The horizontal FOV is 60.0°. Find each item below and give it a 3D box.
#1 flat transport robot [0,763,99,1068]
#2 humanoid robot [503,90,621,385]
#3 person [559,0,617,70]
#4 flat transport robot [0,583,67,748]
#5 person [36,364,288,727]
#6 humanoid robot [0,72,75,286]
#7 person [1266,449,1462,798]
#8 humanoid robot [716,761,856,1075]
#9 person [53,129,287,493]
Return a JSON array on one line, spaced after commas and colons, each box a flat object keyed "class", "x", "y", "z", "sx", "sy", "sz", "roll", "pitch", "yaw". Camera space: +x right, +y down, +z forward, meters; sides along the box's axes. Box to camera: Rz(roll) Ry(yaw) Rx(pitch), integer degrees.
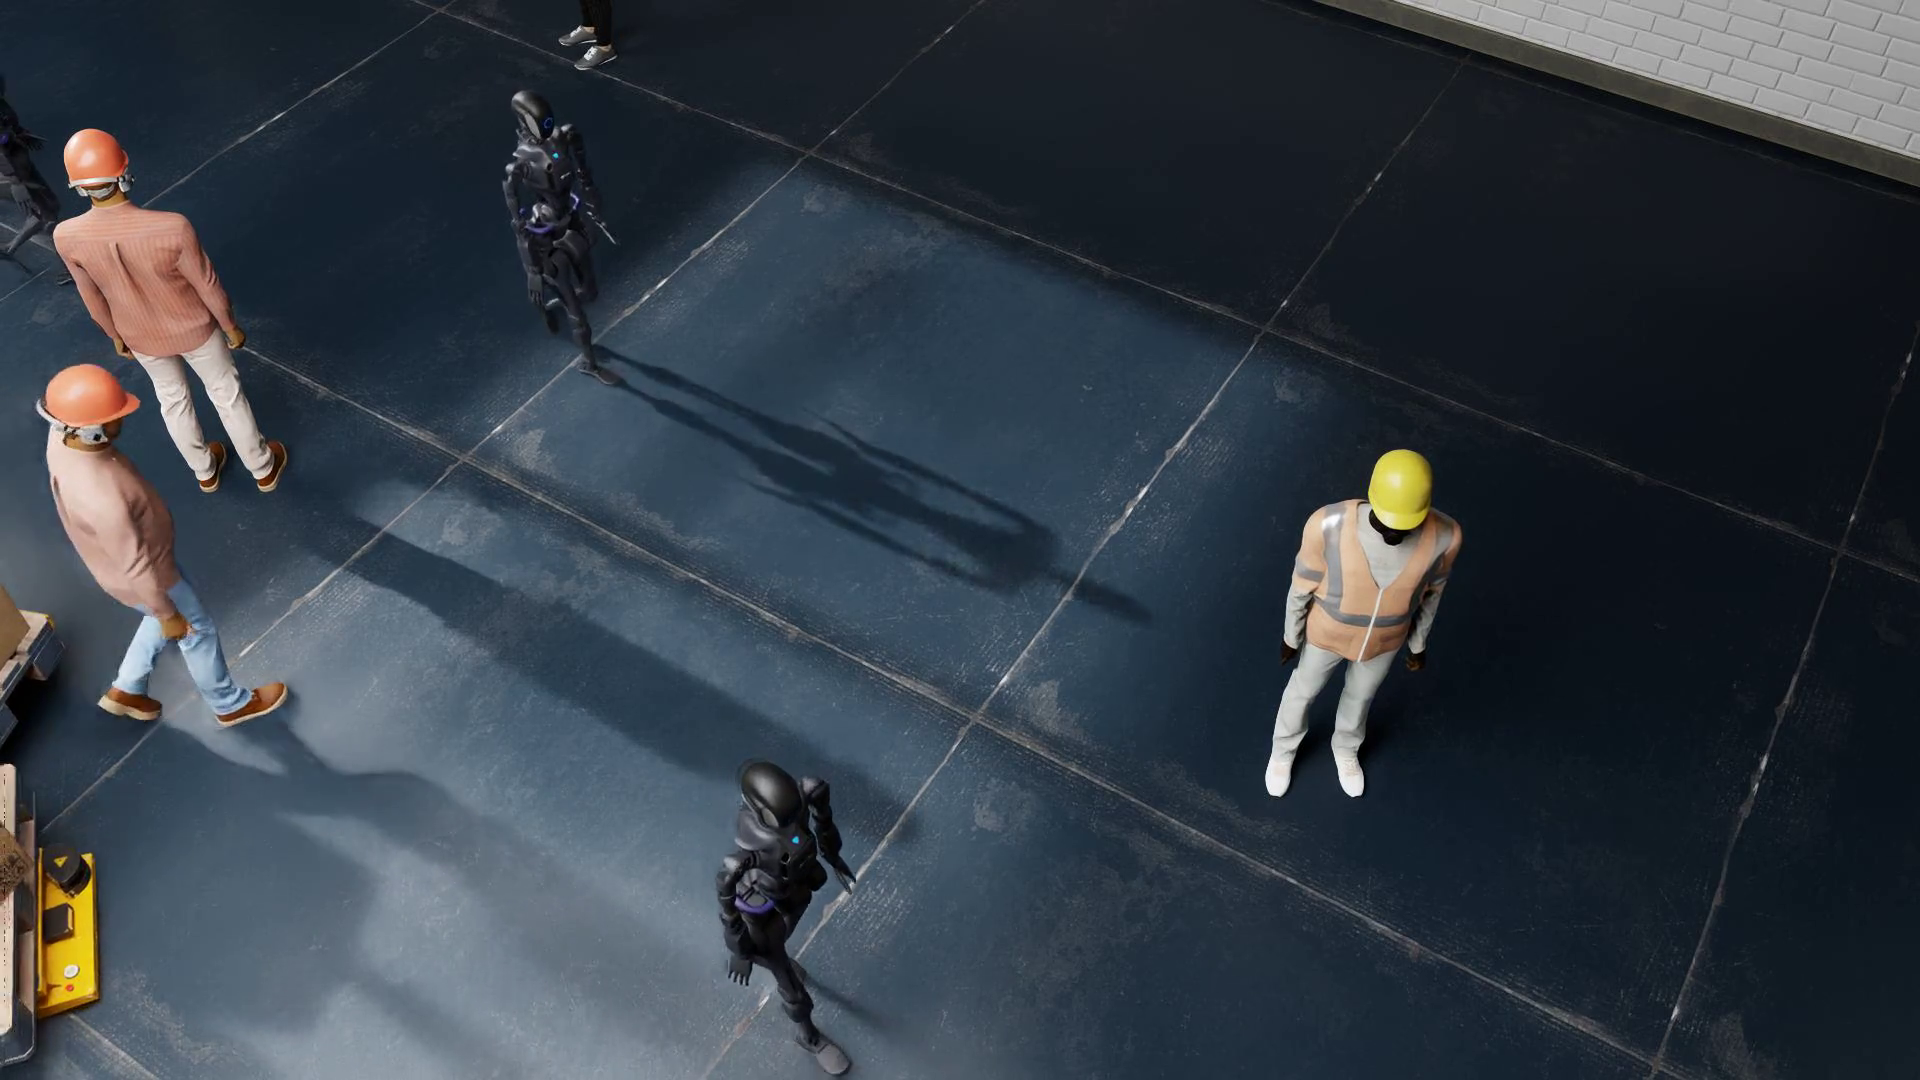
[{"class": "flat transport robot", "x": -4.080, "y": 1.665, "z": 6.360, "sx": 1.431, "sy": 0.231, "sz": 0.659, "roll": -15, "pitch": 51, "yaw": -13}, {"class": "humanoid robot", "x": -2.027, "y": -1.515, "z": 8.213, "sx": 0.643, "sy": 1.634, "sz": 0.589, "roll": 24, "pitch": 53, "yaw": 20}, {"class": "person", "x": -2.358, "y": -3.726, "z": 10.082, "sx": 0.429, "sy": 1.758, "sz": 0.750, "roll": -20, "pitch": 52, "yaw": -16}, {"class": "flat transport robot", "x": -4.567, "y": 0.820, "z": 7.098, "sx": 0.659, "sy": 0.231, "sz": 1.431, "roll": 8, "pitch": 49, "yaw": 7}, {"class": "person", "x": -3.293, "y": 0.115, "z": 6.594, "sx": 0.637, "sy": 1.961, "sz": 0.688, "roll": -28, "pitch": 55, "yaw": -23}, {"class": "humanoid robot", "x": -5.019, "y": -1.988, "z": 8.618, "sx": 0.515, "sy": 1.634, "sz": 0.590, "roll": -16, "pitch": 51, "yaw": -14}, {"class": "person", "x": 1.534, "y": 0.349, "z": 6.410, "sx": 0.584, "sy": 1.928, "sz": 0.365, "roll": 1, "pitch": 49, "yaw": 1}, {"class": "humanoid robot", "x": -0.591, "y": 1.258, "z": 5.797, "sx": 0.684, "sy": 1.632, "sz": 0.583, "roll": 29, "pitch": 55, "yaw": 23}, {"class": "person", "x": -3.575, "y": -0.982, "z": 7.537, "sx": 0.611, "sy": 1.987, "sz": 0.402, "roll": -3, "pitch": 49, "yaw": -3}]
